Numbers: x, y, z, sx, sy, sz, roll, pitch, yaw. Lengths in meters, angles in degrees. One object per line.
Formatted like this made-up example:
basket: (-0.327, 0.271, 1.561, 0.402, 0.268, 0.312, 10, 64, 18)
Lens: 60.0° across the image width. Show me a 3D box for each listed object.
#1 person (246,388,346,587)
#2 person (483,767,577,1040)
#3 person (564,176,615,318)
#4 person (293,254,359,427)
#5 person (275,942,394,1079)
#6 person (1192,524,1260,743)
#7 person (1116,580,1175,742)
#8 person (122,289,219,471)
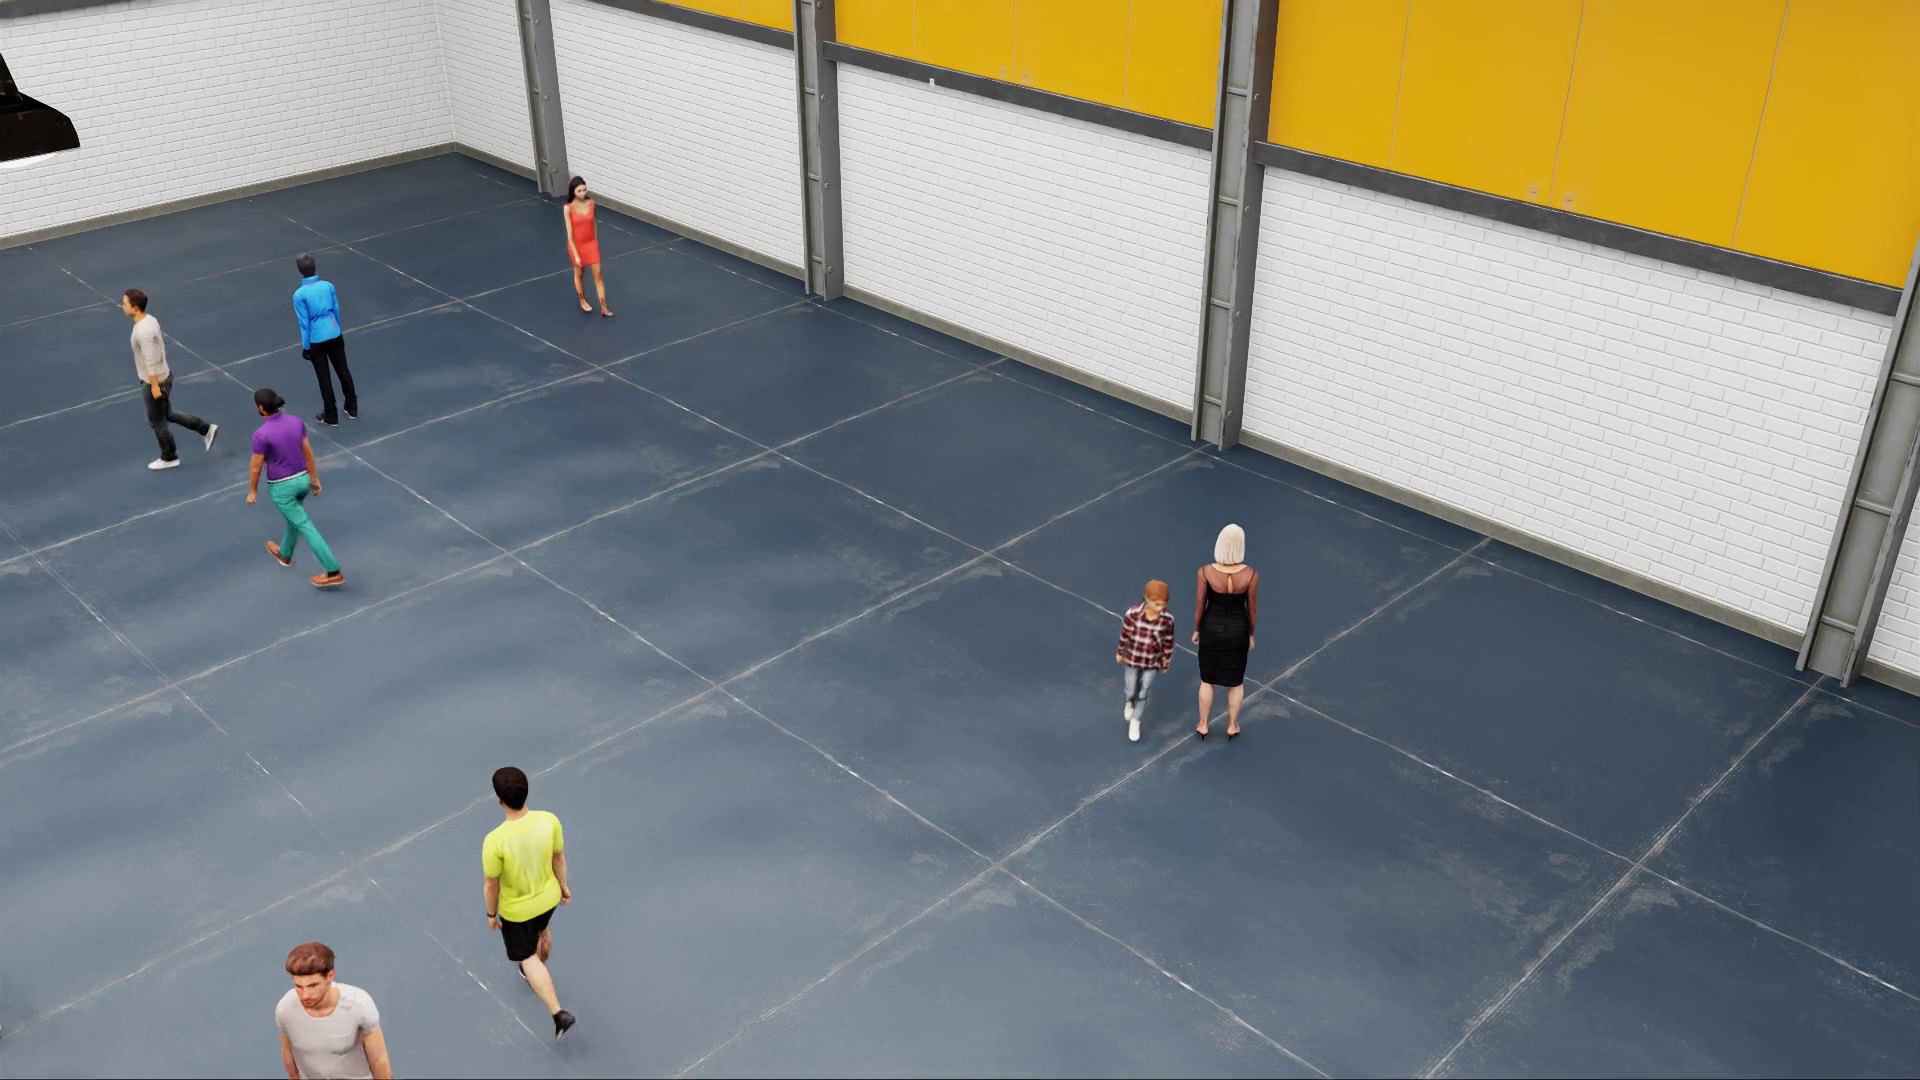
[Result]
person: (-5.509, -0.399, 13.881, 1.269, 1.714, 0.911, 13, 31, 22)
person: (-2.403, 2.056, 9.413, 0.678, 1.682, 1.051, -22, 36, -35)
person: (-4.450, -3.447, 19.502, 0.679, 1.682, 0.993, -20, 34, -32)
person: (-6.412, -2.025, 16.772, 0.564, 1.800, 0.631, 22, 35, 34)
person: (-2.995, 2.637, 8.142, 0.936, 1.879, 1.003, -3, 29, -5)
person: (1.885, 0.679, 11.870, 0.637, 1.748, 0.733, 4, 29, 8)
person: (1.344, 0.822, 12.087, 0.718, 1.287, 0.776, 6, 29, 11)
person: (-7.587, -1.548, 15.903, 0.916, 1.794, 0.963, -12, 31, -21)
